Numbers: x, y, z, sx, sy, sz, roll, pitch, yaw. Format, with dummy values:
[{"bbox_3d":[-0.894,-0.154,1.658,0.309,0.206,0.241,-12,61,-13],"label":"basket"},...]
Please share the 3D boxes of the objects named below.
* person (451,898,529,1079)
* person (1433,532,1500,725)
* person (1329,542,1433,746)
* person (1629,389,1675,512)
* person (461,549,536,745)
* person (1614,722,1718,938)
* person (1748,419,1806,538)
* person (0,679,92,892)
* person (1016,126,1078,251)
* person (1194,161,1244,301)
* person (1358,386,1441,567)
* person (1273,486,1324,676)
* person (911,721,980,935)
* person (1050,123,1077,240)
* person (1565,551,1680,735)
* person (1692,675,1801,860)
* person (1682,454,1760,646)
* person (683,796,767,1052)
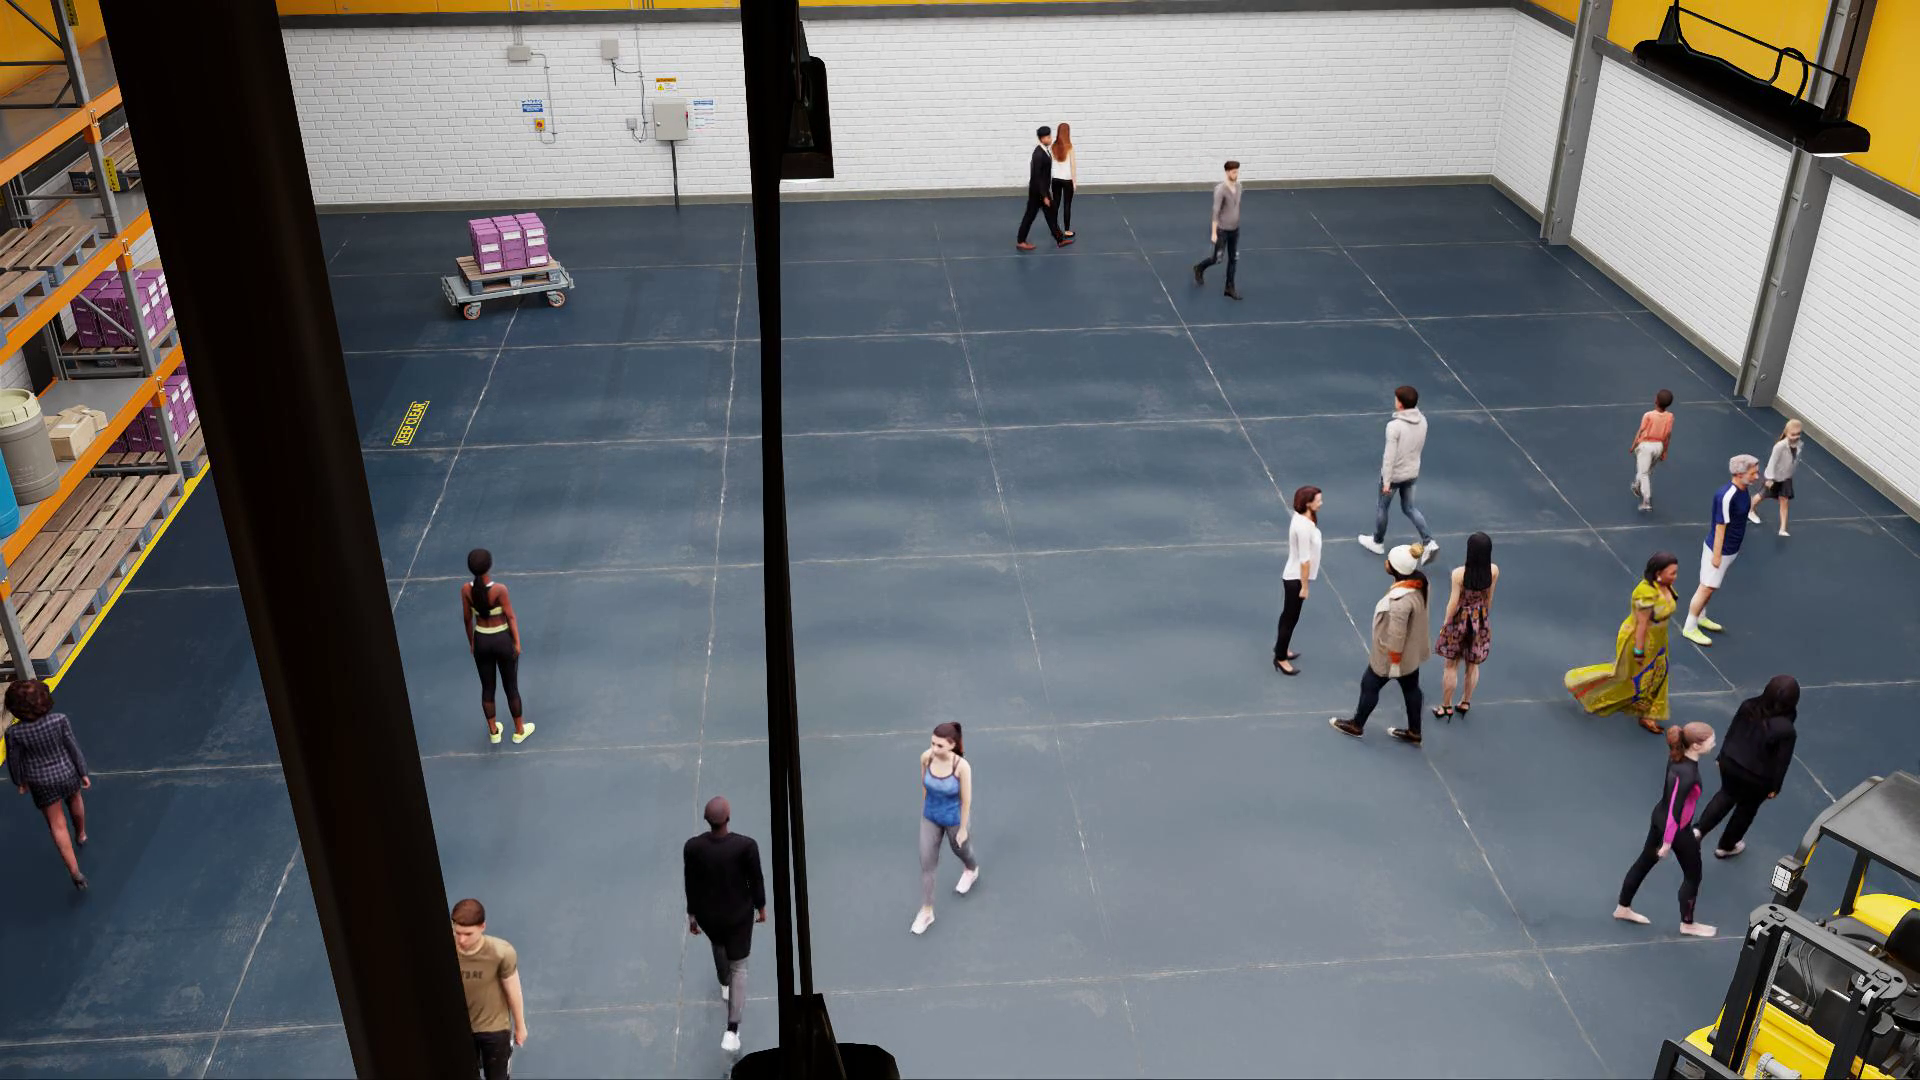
[{"bbox_3d":[-2.817,2.805,9.848,0.751,1.837,1.035,1,29,1],"label":"person"},{"bbox_3d":[4.176,0.717,13.740,0.713,1.775,0.724,-8,30,-14],"label":"person"},{"bbox_3d":[3.637,0.867,13.370,1.095,1.867,1.050,21,35,33],"label":"person"},{"bbox_3d":[7.180,-0.926,17.250,0.489,1.299,0.886,-2,29,-3],"label":"person"},{"bbox_3d":[-3.783,0.867,13.487,0.588,1.754,0.541,1,29,2],"label":"person"},{"bbox_3d":[4.818,1.972,11.488,0.738,1.728,0.873,3,29,6],"label":"person"},{"bbox_3d":[8.269,-0.682,16.857,0.521,1.246,0.880,-5,29,-10],"label":"person"},{"bbox_3d":[-6.482,1.782,11.907,0.923,1.662,1.122,-16,33,-27],"label":"person"},{"bbox_3d":[1.063,-5.127,24.391,1.058,1.837,1.193,8,30,15],"label":"person"},{"bbox_3d":[3.587,-4.265,22.765,1.034,1.879,1.216,-19,34,-31],"label":"person"},{"bbox_3d":[4.338,-0.596,16.091,1.015,1.830,1.254,-17,33,-29],"label":"person"},{"bbox_3d":[2.918,0.336,14.422,0.713,1.792,0.548,4,29,8],"label":"person"},{"bbox_3d":[-0.052,1.941,11.709,0.939,1.573,1.110,15,32,26],"label":"person"},{"bbox_3d":[1.540,-5.404,25.022,0.653,1.718,0.680,16,32,27],"label":"person"},{"bbox_3d":[5.540,0.823,13.691,1.196,1.637,1.121,23,36,36],"label":"person"},{"bbox_3d":[5.696,1.712,12.108,0.914,1.593,0.883,-19,34,-30],"label":"person"},{"bbox_3d":[6.831,0.046,14.908,0.766,1.836,0.696,20,35,32],"label":"person"},{"bbox_3d":[-1.516,2.457,10.600,0.732,1.727,1.159,1,29,3],"label":"person"}]
